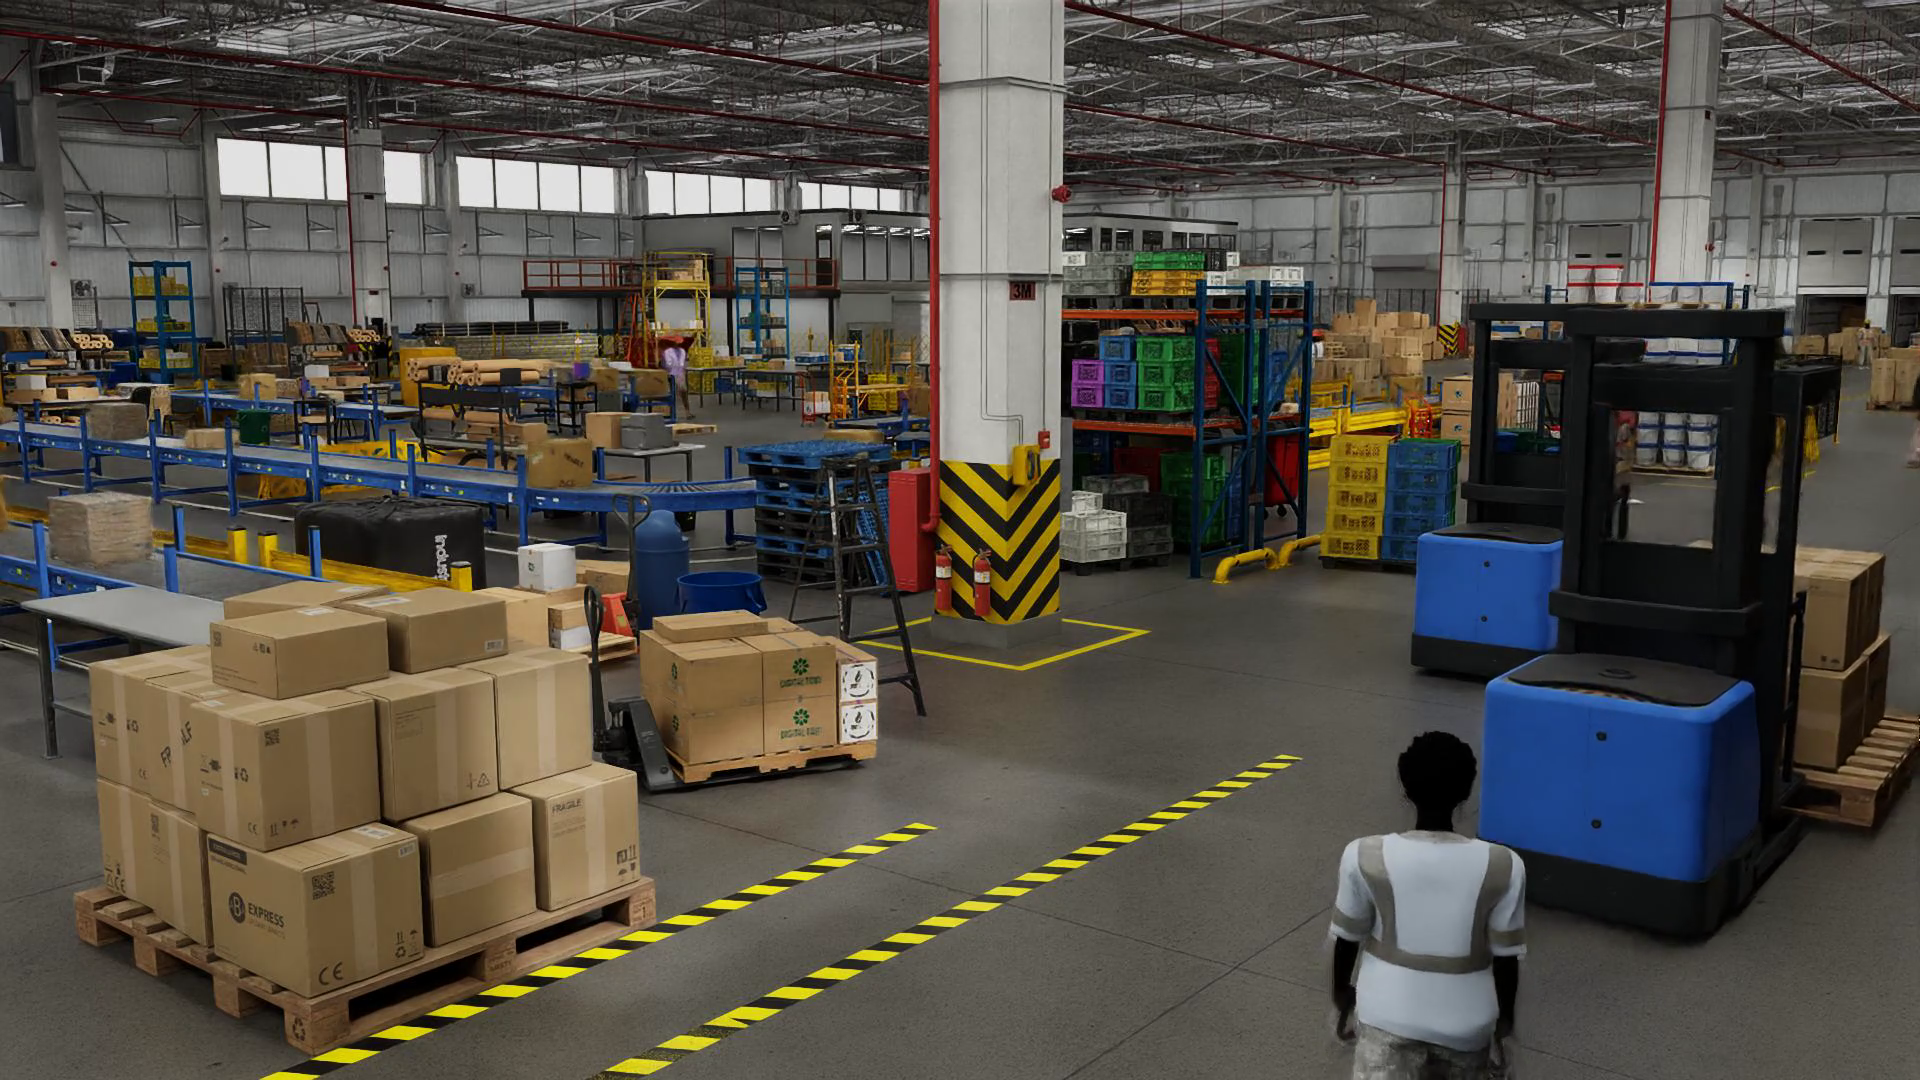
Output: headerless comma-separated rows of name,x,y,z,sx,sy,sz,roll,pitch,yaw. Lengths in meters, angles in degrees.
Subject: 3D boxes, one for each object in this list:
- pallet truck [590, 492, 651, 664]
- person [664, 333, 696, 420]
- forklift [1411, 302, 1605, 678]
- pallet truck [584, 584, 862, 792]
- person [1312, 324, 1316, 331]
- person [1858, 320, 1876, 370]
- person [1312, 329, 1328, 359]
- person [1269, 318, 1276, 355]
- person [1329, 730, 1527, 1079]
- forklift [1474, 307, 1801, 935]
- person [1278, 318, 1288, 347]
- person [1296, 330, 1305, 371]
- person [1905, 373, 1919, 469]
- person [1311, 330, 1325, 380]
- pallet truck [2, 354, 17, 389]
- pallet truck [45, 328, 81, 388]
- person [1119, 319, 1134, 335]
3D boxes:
pallet truck,-3.115,0.344,12.883,0.653,1.274,1.630,7,11,37
person,-6.482,-3.724,38.026,0.606,1.980,1.050,-7,11,-41
forklift,4.379,-0.438,12.852,1.129,2.768,1.873,7,11,37
pallet truck,-1.426,0.805,10.019,1.601,1.201,0.680,-4,9,-26
person,12.482,-6.744,58.950,1.010,1.807,0.510,-7,11,-39
person,34.581,-7.434,63.360,0.660,1.887,0.411,4,9,26
person,10.043,-4.909,46.234,0.589,1.910,0.714,-7,11,-39
person,14.409,-9.343,76.695,0.314,1.744,0.487,-2,9,-15
person,1.326,1.372,4.743,0.537,1.664,0.844,2,9,11
forklift,3.391,0.263,8.124,1.129,2.768,1.873,6,11,37
person,15.393,-9.811,79.229,0.616,1.931,0.463,-5,10,-30
person,10.729,-5.660,51.851,0.648,1.753,0.531,7,11,40
person,16.012,-2.164,27.631,0.504,1.944,0.734,3,9,19
person,9.369,-4.574,43.920,0.569,1.934,0.395,-8,11,-42
pallet truck,-24.881,-4.417,42.634,1.885,1.965,0.823,8,11,41
pallet truck,-23.775,-4.544,43.495,1.885,1.965,0.823,6,10,35
person,6.285,-7.370,62.645,0.603,1.966,0.368,2,9,16
